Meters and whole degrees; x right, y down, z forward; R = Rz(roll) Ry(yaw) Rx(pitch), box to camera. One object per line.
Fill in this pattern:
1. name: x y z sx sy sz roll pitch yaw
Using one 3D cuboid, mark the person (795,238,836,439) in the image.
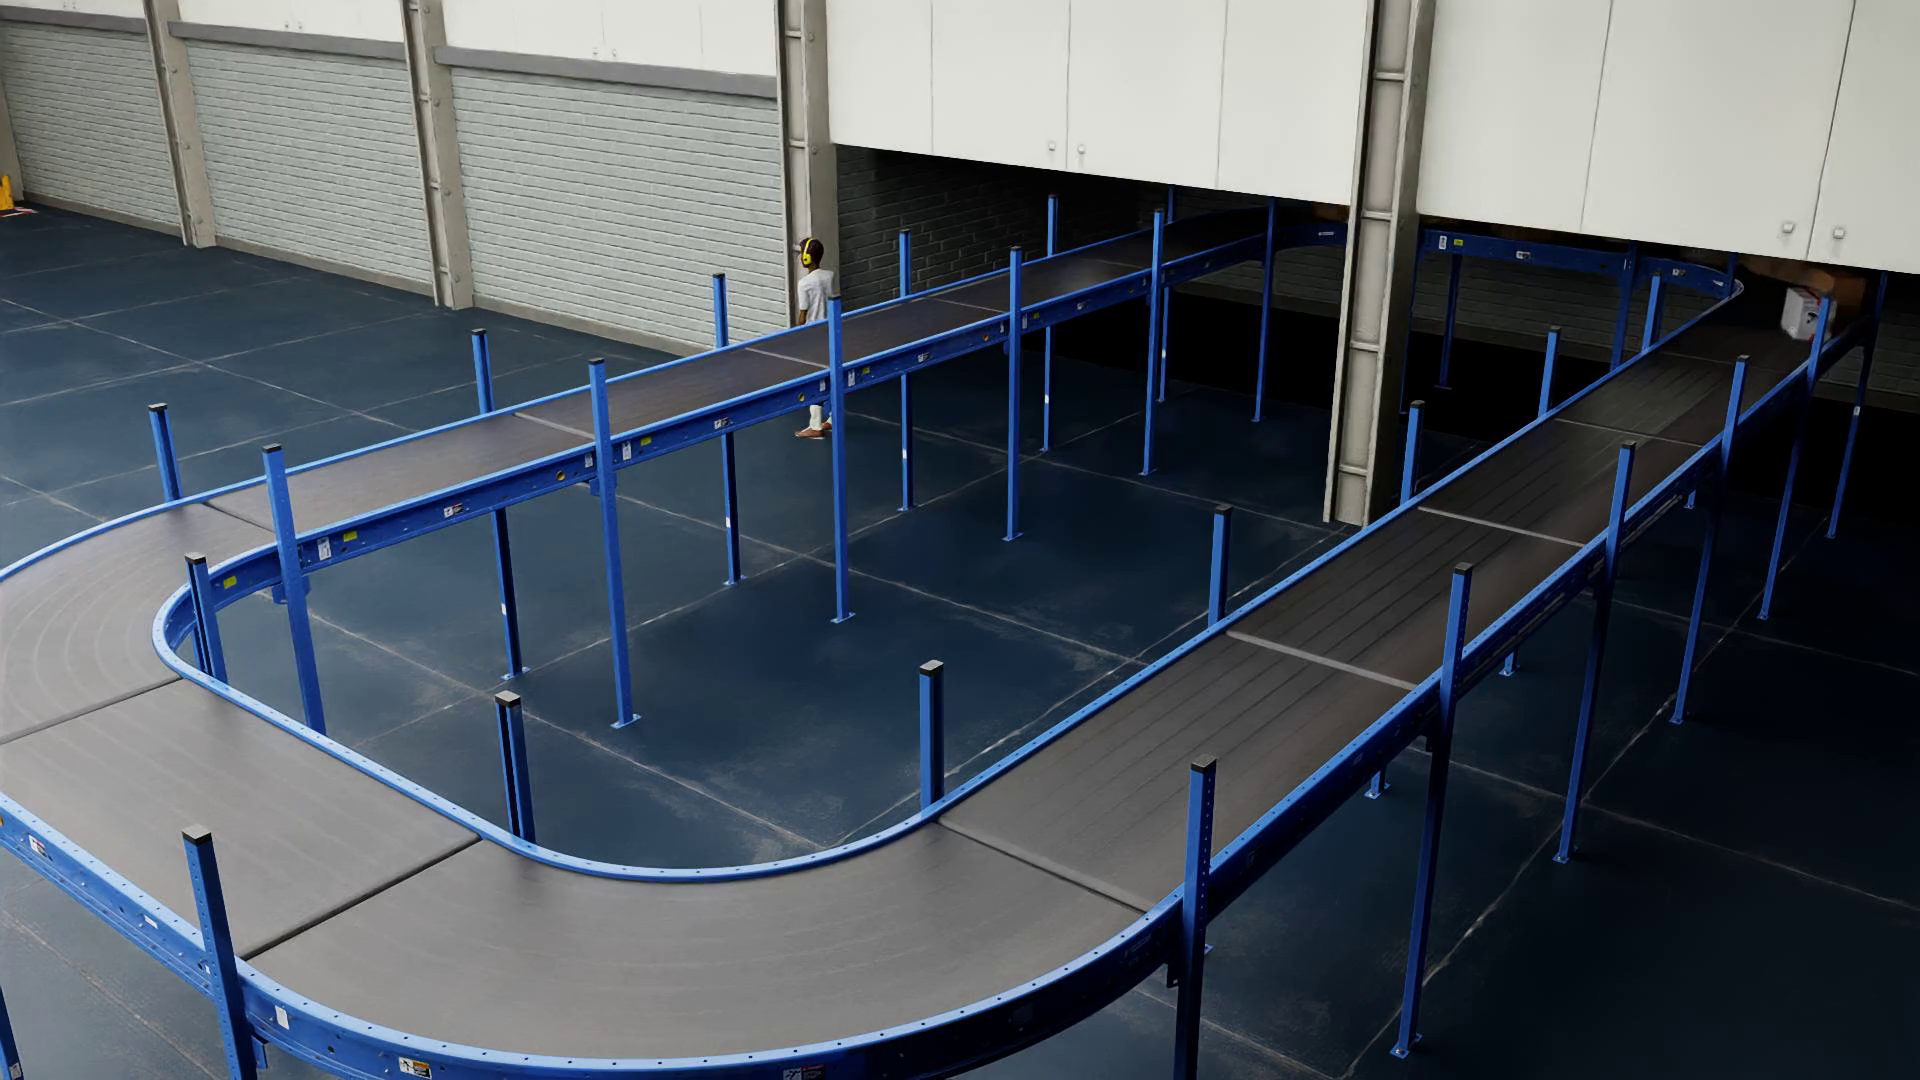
1. person: -1.331 -1.859 15.374 0.316 1.865 0.513 15 26 34
